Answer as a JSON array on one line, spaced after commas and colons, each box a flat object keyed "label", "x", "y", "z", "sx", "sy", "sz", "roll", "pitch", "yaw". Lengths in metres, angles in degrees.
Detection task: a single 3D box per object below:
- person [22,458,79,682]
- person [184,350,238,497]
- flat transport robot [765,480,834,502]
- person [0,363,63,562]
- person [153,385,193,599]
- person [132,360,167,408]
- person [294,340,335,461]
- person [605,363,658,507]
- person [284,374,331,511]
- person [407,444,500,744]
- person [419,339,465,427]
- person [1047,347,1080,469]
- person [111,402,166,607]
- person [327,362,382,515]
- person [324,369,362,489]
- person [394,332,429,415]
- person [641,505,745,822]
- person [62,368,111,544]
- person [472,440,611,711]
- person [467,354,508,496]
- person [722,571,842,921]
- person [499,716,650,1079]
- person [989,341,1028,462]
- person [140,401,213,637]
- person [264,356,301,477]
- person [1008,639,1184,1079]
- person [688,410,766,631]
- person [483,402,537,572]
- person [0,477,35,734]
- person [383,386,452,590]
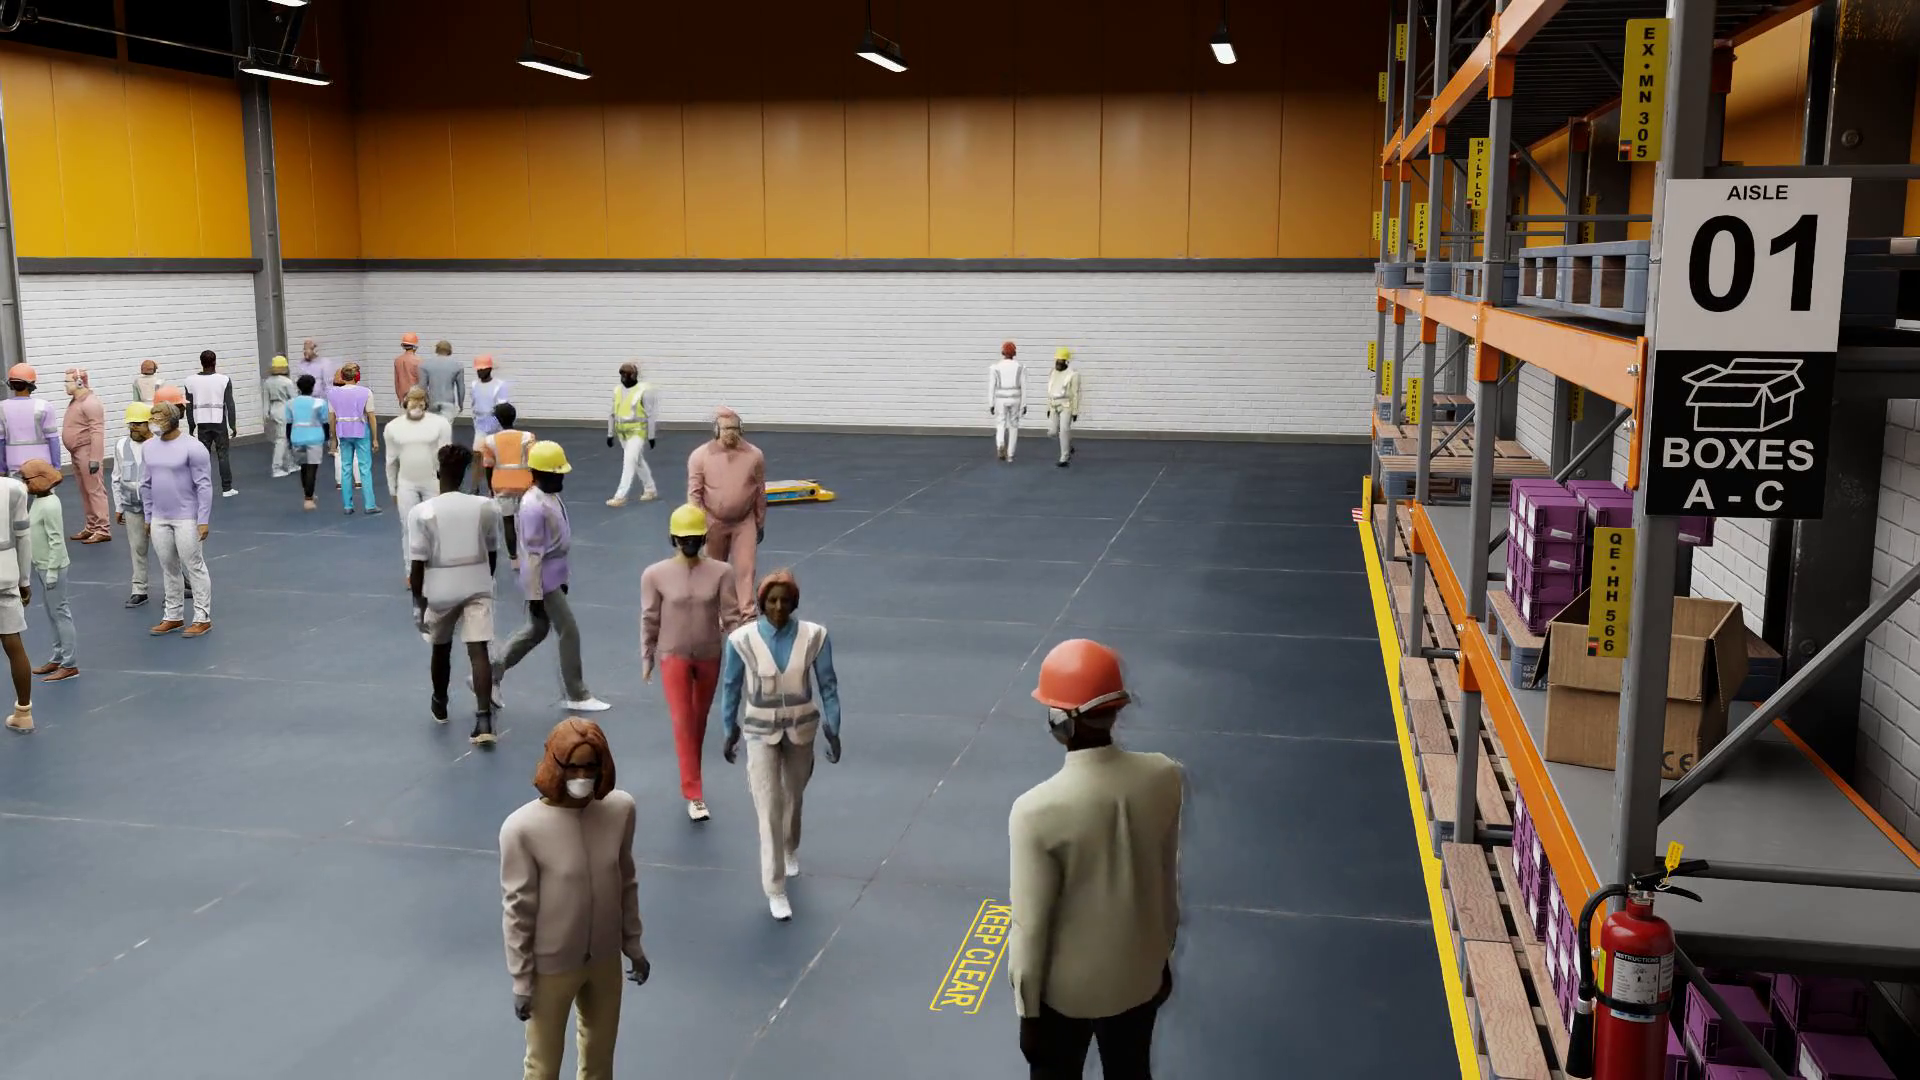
[{"label": "person", "x": -6.664, "y": 0.213, "z": 12.156, "sx": 0.289, "sy": 1.632, "sz": 0.497, "roll": -8, "pitch": 12, "yaw": -39}, {"label": "person", "x": -9.758, "y": -1.512, "z": 21.689, "sx": 0.597, "sy": 1.917, "sz": 0.375, "roll": -1, "pitch": 10, "yaw": -9}, {"label": "flat transport robot", "x": -2.394, "y": -0.606, "z": 21.184, "sx": 1.431, "sy": 0.197, "sz": 0.652, "roll": -5, "pitch": 11, "yaw": -30}, {"label": "person", "x": -9.382, "y": -0.758, "z": 16.777, "sx": 0.605, "sy": 2.044, "sz": 0.374, "roll": -2, "pitch": 10, "yaw": -13}, {"label": "person", "x": -7.148, "y": -0.440, "z": 15.159, "sx": 0.345, "sy": 1.942, "sz": 0.551, "roll": -2, "pitch": 10, "yaw": -12}, {"label": "person", "x": -11.820, "y": -1.814, "z": 24.356, "sx": 0.514, "sy": 1.639, "sz": 0.309, "roll": -1, "pitch": 9, "yaw": -4}, {"label": "person", "x": -10.037, "y": -2.179, "z": 25.905, "sx": 0.661, "sy": 1.862, "sz": 0.985, "roll": 2, "pitch": 10, "yaw": 11}, {"label": "person", "x": -4.163, "y": -1.341, "z": 21.054, "sx": 0.646, "sy": 1.793, "sz": 0.977, "roll": 7, "pitch": 11, "yaw": 34}, {"label": "person", "x": -8.073, "y": -1.224, "z": 20.706, "sx": 0.530, "sy": 1.661, "sz": 0.778, "roll": 0, "pitch": 9, "yaw": 2}, {"label": "person", "x": -3.221, "y": 0.337, "z": 10.669, "sx": 0.595, "sy": 1.902, "sz": 1.080, "roll": -5, "pitch": 11, "yaw": -28}, {"label": "person", "x": -7.729, "y": -2.042, "z": 24.903, "sx": 0.644, "sy": 1.904, "sz": 0.722, "roll": -1, "pitch": 9, "yaw": -3}, {"label": "person", "x": 1.551, "y": -1.974, "z": 24.777, "sx": 0.501, "sy": 1.814, "sz": 0.604, "roll": -8, "pitch": 12, "yaw": -41}, {"label": "person", "x": -7.177, "y": -0.308, "z": 14.697, "sx": 0.599, "sy": 1.830, "sz": 0.403, "roll": -1, "pitch": 9, "yaw": -4}, {"label": "person", "x": -7.341, "y": -1.220, "z": 20.142, "sx": 0.563, "sy": 1.848, "sz": 0.389, "roll": 0, "pitch": 9, "yaw": 0}, {"label": "person", "x": -8.307, "y": -1.499, "z": 22.470, "sx": 0.500, "sy": 1.633, "sz": 0.280, "roll": -3, "pitch": 10, "yaw": -17}, {"label": "person", "x": -8.388, "y": -2.184, "z": 25.498, "sx": 0.622, "sy": 1.996, "sz": 0.369, "roll": 5, "pitch": 11, "yaw": 29}, {"label": "person", "x": -1.478, "y": 0.651, "z": 9.244, "sx": 0.542, "sy": 1.712, "sz": 0.903, "roll": -4, "pitch": 10, "yaw": -22}, {"label": "person", "x": -9.554, "y": -0.915, "z": 18.131, "sx": 0.403, "sy": 1.906, "sz": 0.651, "roll": -9, "pitch": 13, "yaw": -43}, {"label": "person", "x": -2.860, "y": 0.256, "z": 11.167, "sx": 0.883, "sy": 1.883, "sz": 0.621, "roll": -1, "pitch": 9, "yaw": -6}, {"label": "person", "x": -6.019, "y": -1.402, "z": 21.122, "sx": 0.552, "sy": 1.890, "sz": 0.953, "roll": 1, "pitch": 10, "yaw": 7}, {"label": "person", "x": -0.853, "y": 0.928, "z": 7.962, "sx": 0.548, "sy": 1.592, "sz": 0.866, "roll": -2, "pitch": 10, "yaw": -14}, {"label": "person", "x": -1.216, "y": 1.352, "z": 5.293, "sx": 0.279, "sy": 1.633, "sz": 0.497, "roll": 9, "pitch": 13, "yaw": 43}, {"label": "person", "x": 0.740, "y": -2.095, "z": 25.363, "sx": 0.582, "sy": 1.866, "sz": 0.618, "roll": 1, "pitch": 9, "yaw": 5}, {"label": "person", "x": -6.380, "y": -0.170, "z": 13.548, "sx": 0.635, "sy": 1.936, "sz": 0.352, "roll": 3, "pitch": 10, "yaw": 17}, {"label": "person", "x": -9.694, "y": -1.786, "z": 23.968, "sx": 0.493, "sy": 1.715, "sz": 0.787, "roll": 4, "pitch": 10, "yaw": 24}, {"label": "person", "x": 0.429, "y": 1.267, "z": 4.778, "sx": 0.628, "sy": 1.975, "sz": 0.744, "roll": -5, "pitch": 11, "yaw": -30}, {"label": "person", "x": -1.868, "y": -0.119, "z": 13.490, "sx": 0.654, "sy": 1.853, "sz": 1.012, "roll": -3, "pitch": 10, "yaw": -15}, {"label": "person", "x": -4.413, "y": -0.522, "z": 16.414, "sx": 0.550, "sy": 1.681, "sz": 0.376, "roll": -2, "pitch": 10, "yaw": -9}, {"label": "person", "x": -6.215, "y": 0.272, "z": 10.572, "sx": 0.372, "sy": 2.044, "sz": 0.608, "roll": 6, "pitch": 11, "yaw": 31}, {"label": "person", "x": -5.098, "y": -0.518, "z": 15.733, "sx": 0.630, "sy": 1.913, "sz": 0.737, "roll": -2, "pitch": 10, "yaw": -11}]
